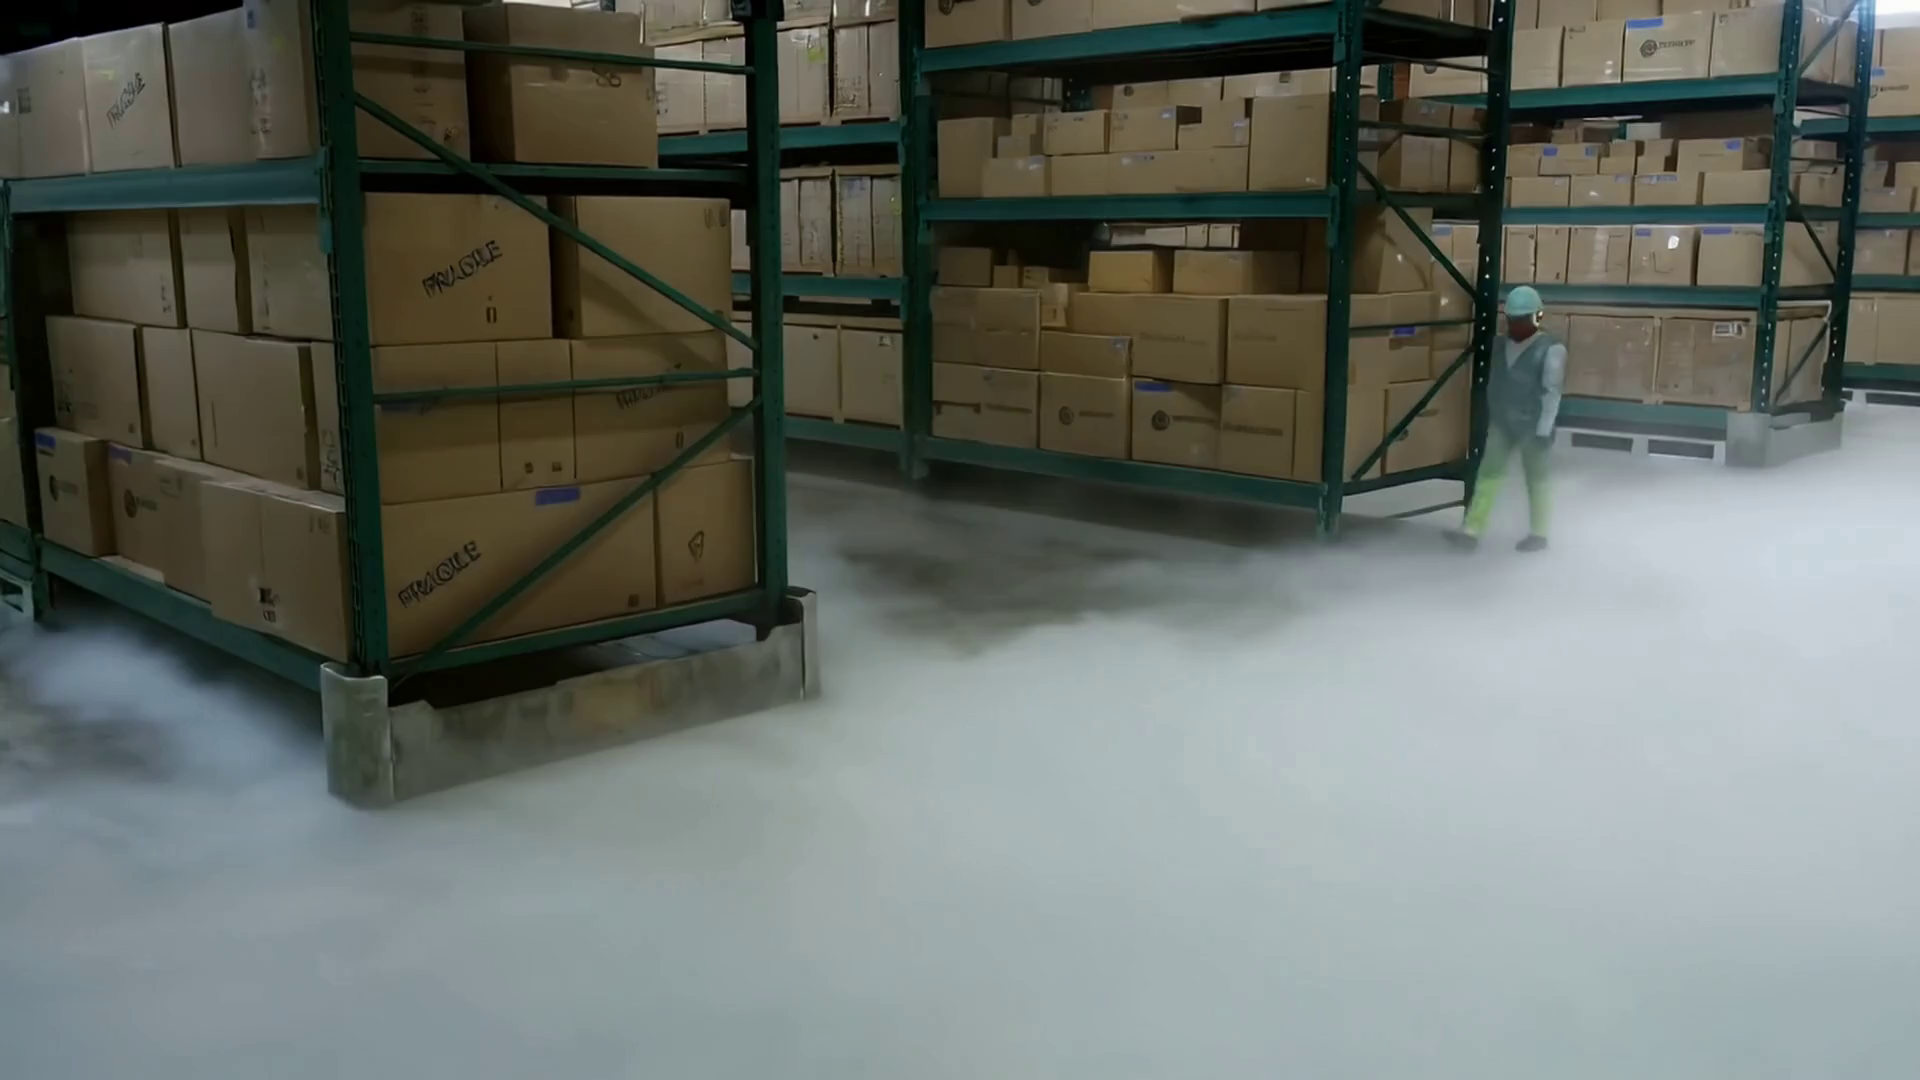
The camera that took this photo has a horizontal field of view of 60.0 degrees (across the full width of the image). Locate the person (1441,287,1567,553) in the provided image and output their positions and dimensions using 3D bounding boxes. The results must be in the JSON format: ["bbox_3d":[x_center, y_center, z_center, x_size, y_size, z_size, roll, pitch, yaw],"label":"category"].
[{"bbox_3d":[3.647,-0.773,11.044,0.884,1.784,0.615,-7,13,-34],"label":"person"}]
